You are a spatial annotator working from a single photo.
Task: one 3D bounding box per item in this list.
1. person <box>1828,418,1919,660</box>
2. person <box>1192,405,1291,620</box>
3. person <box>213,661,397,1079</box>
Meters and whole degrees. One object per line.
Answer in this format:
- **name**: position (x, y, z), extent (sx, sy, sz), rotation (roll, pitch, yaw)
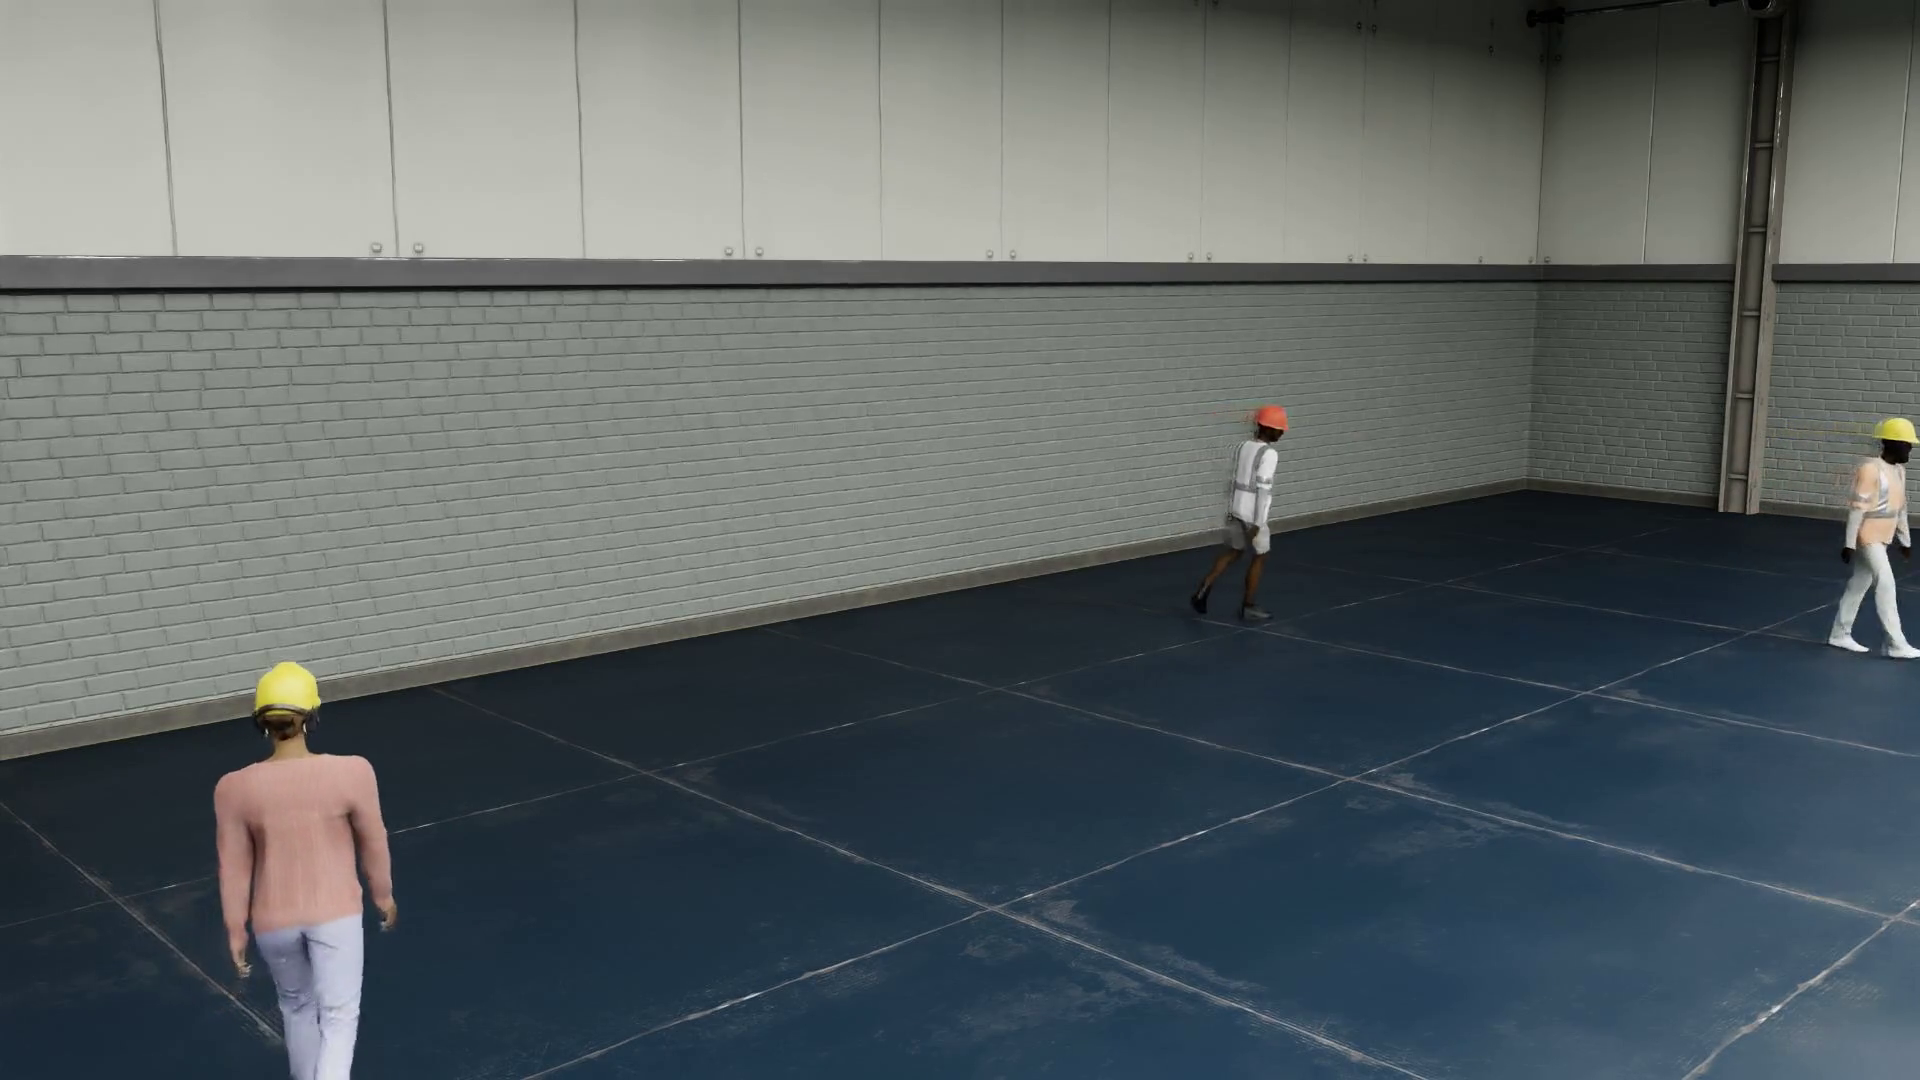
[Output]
- **person**: position (7.301, -0.003, 13.038), extent (0.618, 1.887, 0.896), rotation (-8, 12, -40)
- **person**: position (2.454, -0.224, 14.412), extent (0.777, 1.902, 0.586), rotation (-3, 10, -19)
- **person**: position (-2.214, 1.276, 5.609), extent (0.533, 1.732, 0.857), rotation (-2, 9, -10)
